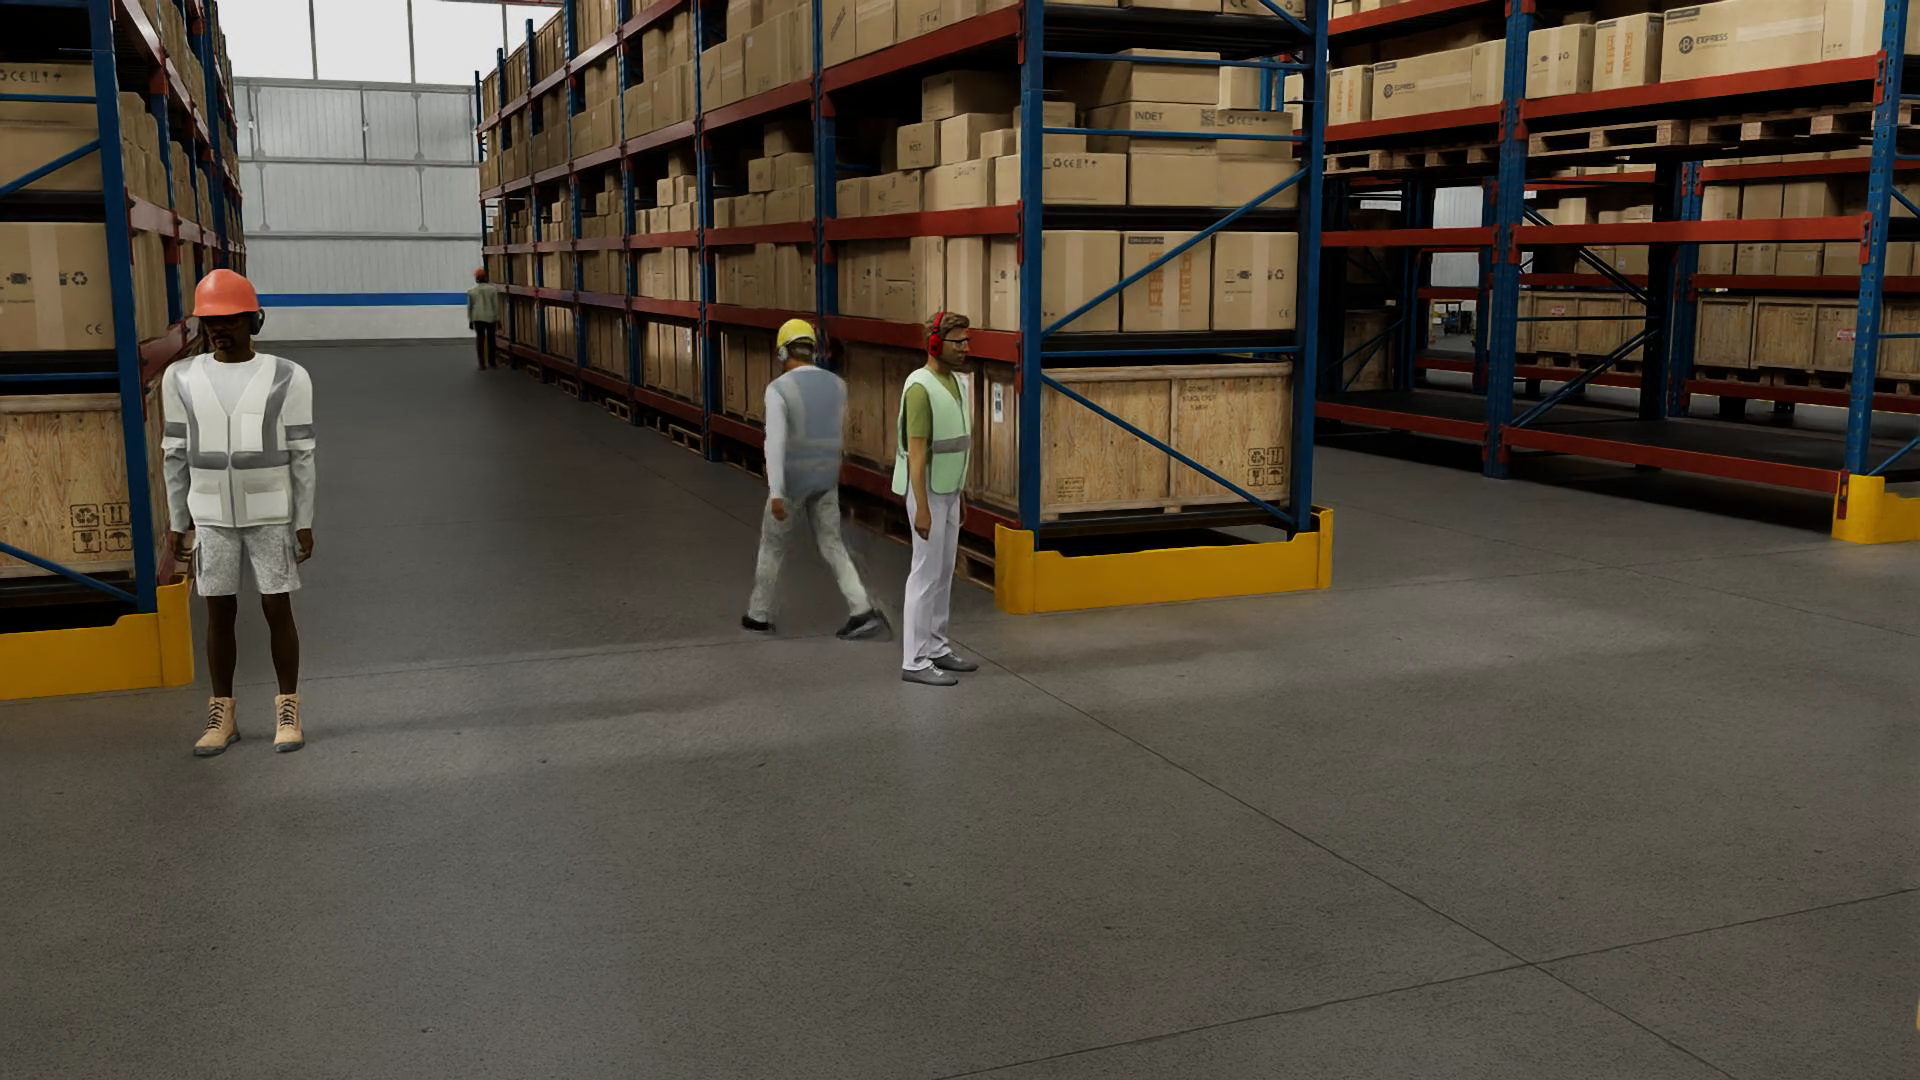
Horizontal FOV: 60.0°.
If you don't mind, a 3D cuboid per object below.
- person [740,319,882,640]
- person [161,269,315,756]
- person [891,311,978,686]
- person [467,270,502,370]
[{"bbox_3d":[-0.813,-0.326,9.163,0.599,1.773,0.844,-9,13,-44],"label":"person"},{"bbox_3d":[-3.024,-0.107,7.006,0.608,2.044,0.370,-2,10,-11],"label":"person"},{"bbox_3d":[-0.135,-0.208,8.237,0.381,1.836,0.564,3,10,19],"label":"person"},{"bbox_3d":[-9.232,-4.272,32.296,0.660,1.933,1.054,-2,10,-13],"label":"person"}]
